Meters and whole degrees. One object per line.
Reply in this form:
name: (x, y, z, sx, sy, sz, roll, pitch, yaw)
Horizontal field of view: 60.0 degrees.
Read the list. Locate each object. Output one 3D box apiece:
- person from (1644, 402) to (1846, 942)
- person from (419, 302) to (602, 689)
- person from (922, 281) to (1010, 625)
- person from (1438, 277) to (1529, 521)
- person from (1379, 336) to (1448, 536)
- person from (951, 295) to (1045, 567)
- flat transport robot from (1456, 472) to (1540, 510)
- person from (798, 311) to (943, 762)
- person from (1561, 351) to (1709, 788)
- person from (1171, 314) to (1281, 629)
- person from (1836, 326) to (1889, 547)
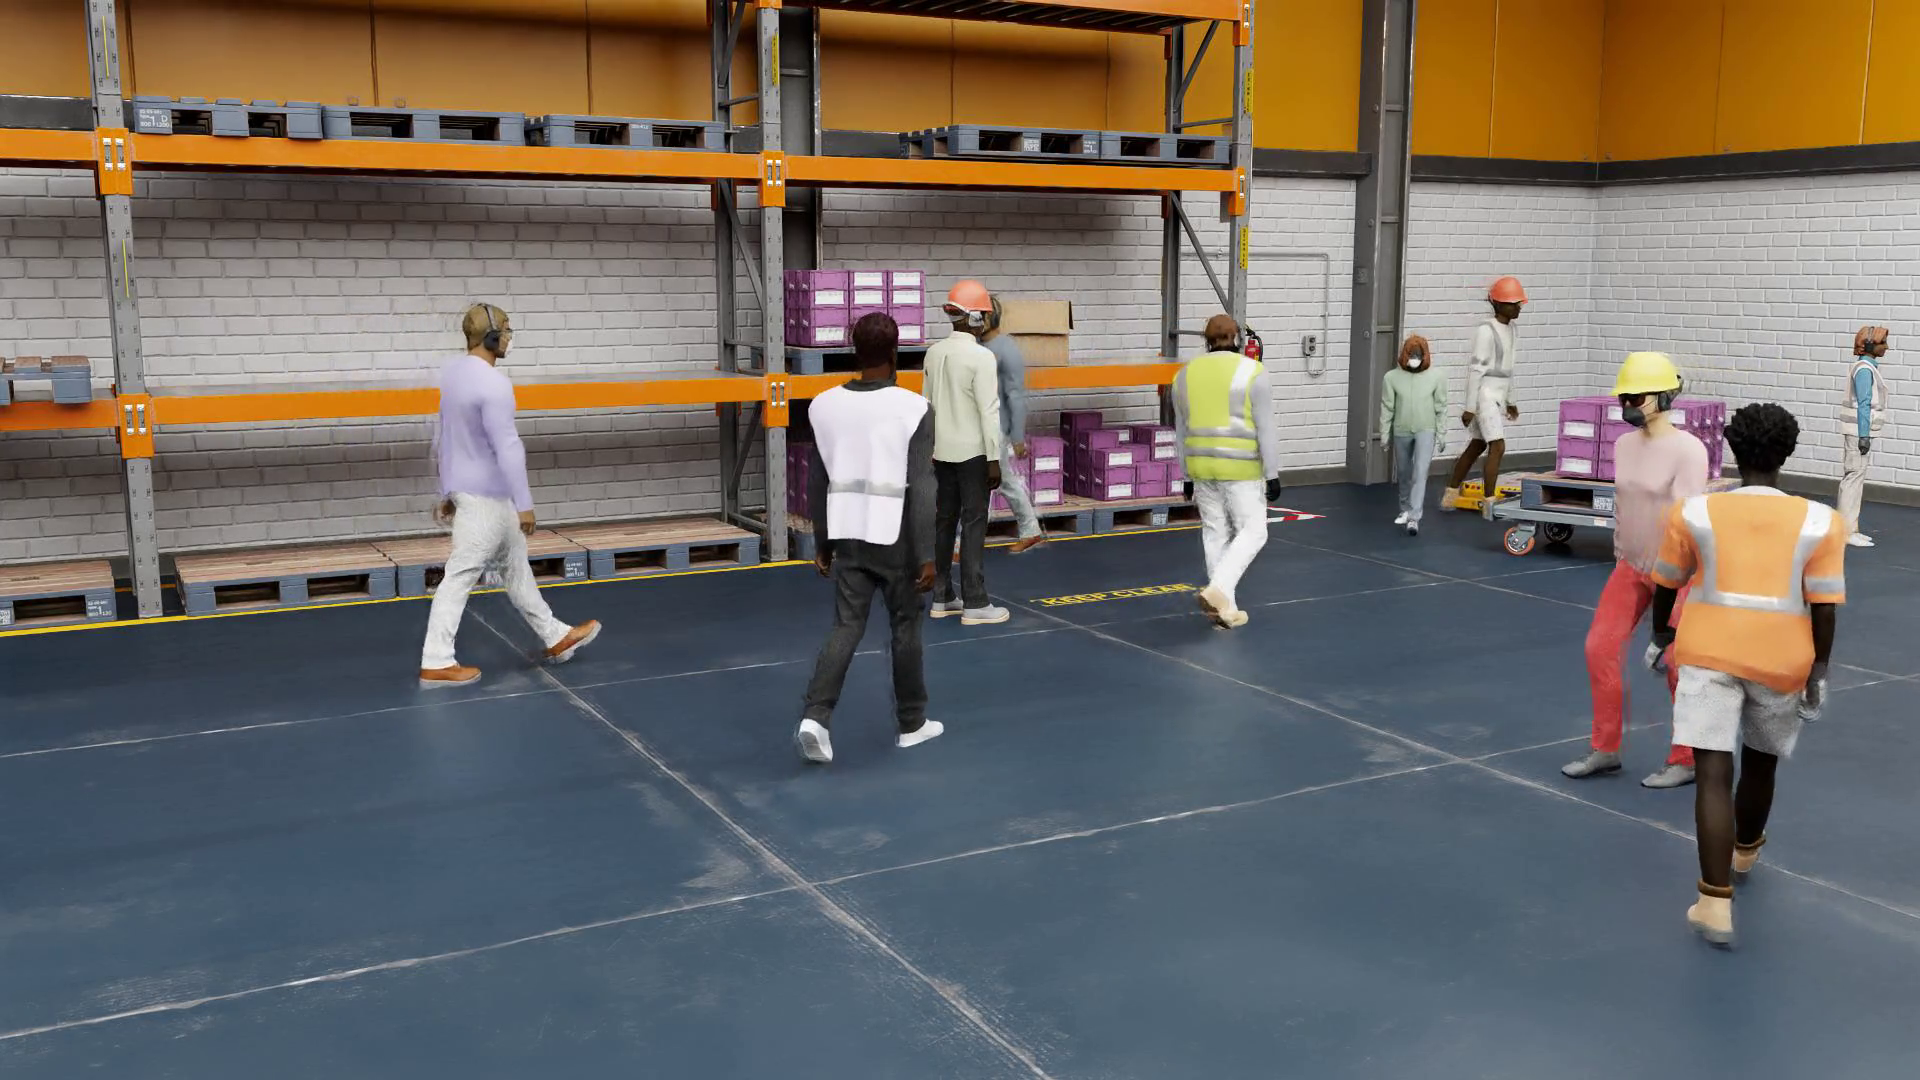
person: (2.482, 0.385, 5.302, 0.549, 1.634, 0.889, 4, 10, 22)
person: (-2.278, -0.227, 8.306, 1.020, 1.887, 0.656, -6, 11, -33)
person: (0.036, -0.508, 9.716, 0.393, 1.991, 0.626, -8, 12, -39)
person: (4.311, -1.165, 13.754, 0.746, 2.002, 0.629, 7, 11, 35)
person: (3.559, -0.836, 13.072, 0.513, 1.550, 0.984, 4, 10, 23)
person: (0.227, -0.776, 11.707, 1.033, 1.892, 0.647, -5, 11, -28)
flat transport robot: (4.862, -0.423, 14.436, 0.652, 0.197, 1.431, 9, 13, 43)
person: (-0.365, -0.009, 6.986, 0.608, 1.895, 0.832, 5, 10, 26)
person: (2.690, 0.136, 6.562, 0.640, 1.742, 0.553, -3, 10, -20)
person: (1.478, -0.370, 9.430, 0.664, 1.814, 0.540, 8, 12, 39)
person: (6.737, -0.776, 12.427, 0.306, 1.639, 0.524, 5, 10, 26)
